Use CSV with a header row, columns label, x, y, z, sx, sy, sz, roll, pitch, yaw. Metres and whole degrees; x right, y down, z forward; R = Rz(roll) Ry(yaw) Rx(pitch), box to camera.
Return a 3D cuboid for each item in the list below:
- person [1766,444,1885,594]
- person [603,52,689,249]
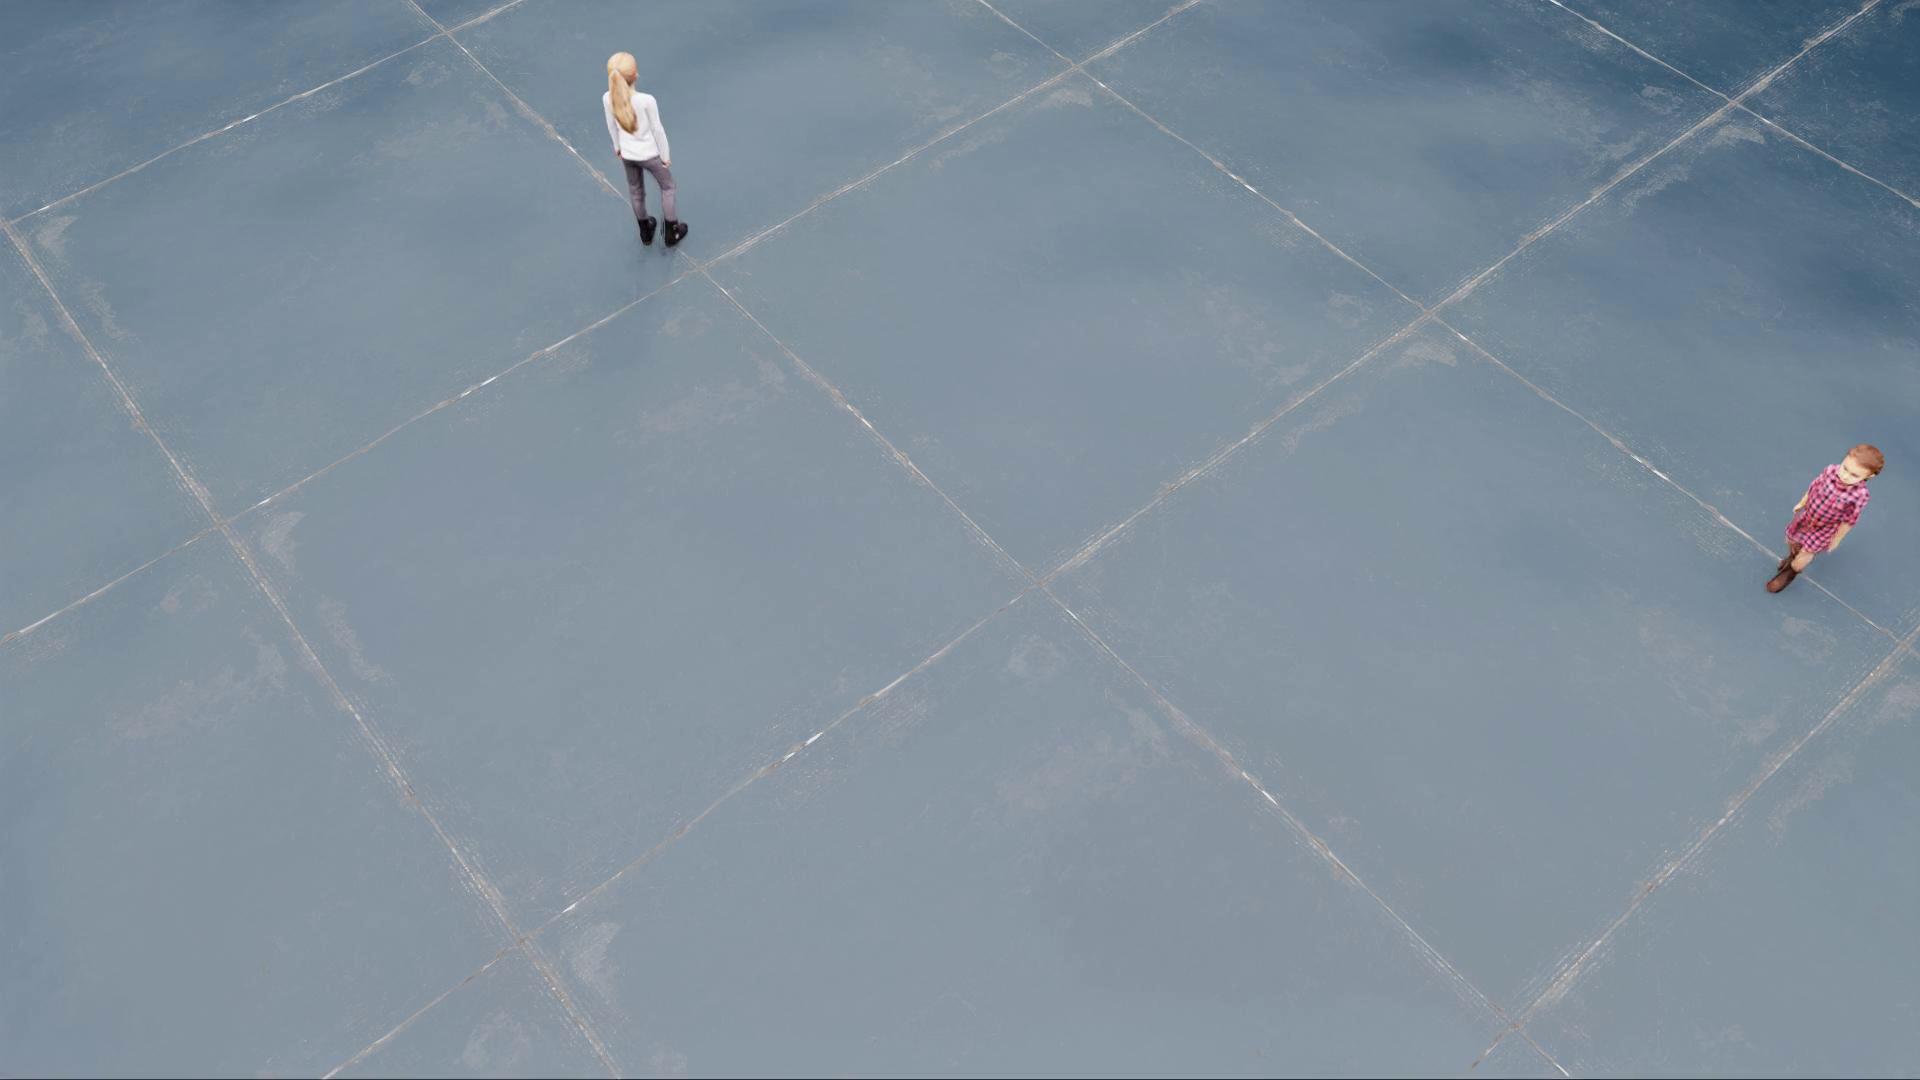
label,x,y,z,sx,sy,sz,roll,pitch,yaw
person,4.185,-0.126,7.995,0.524,1.019,0.476,-24,56,-18
person,-1.812,-2.188,9.429,0.588,1.277,0.630,12,53,9
